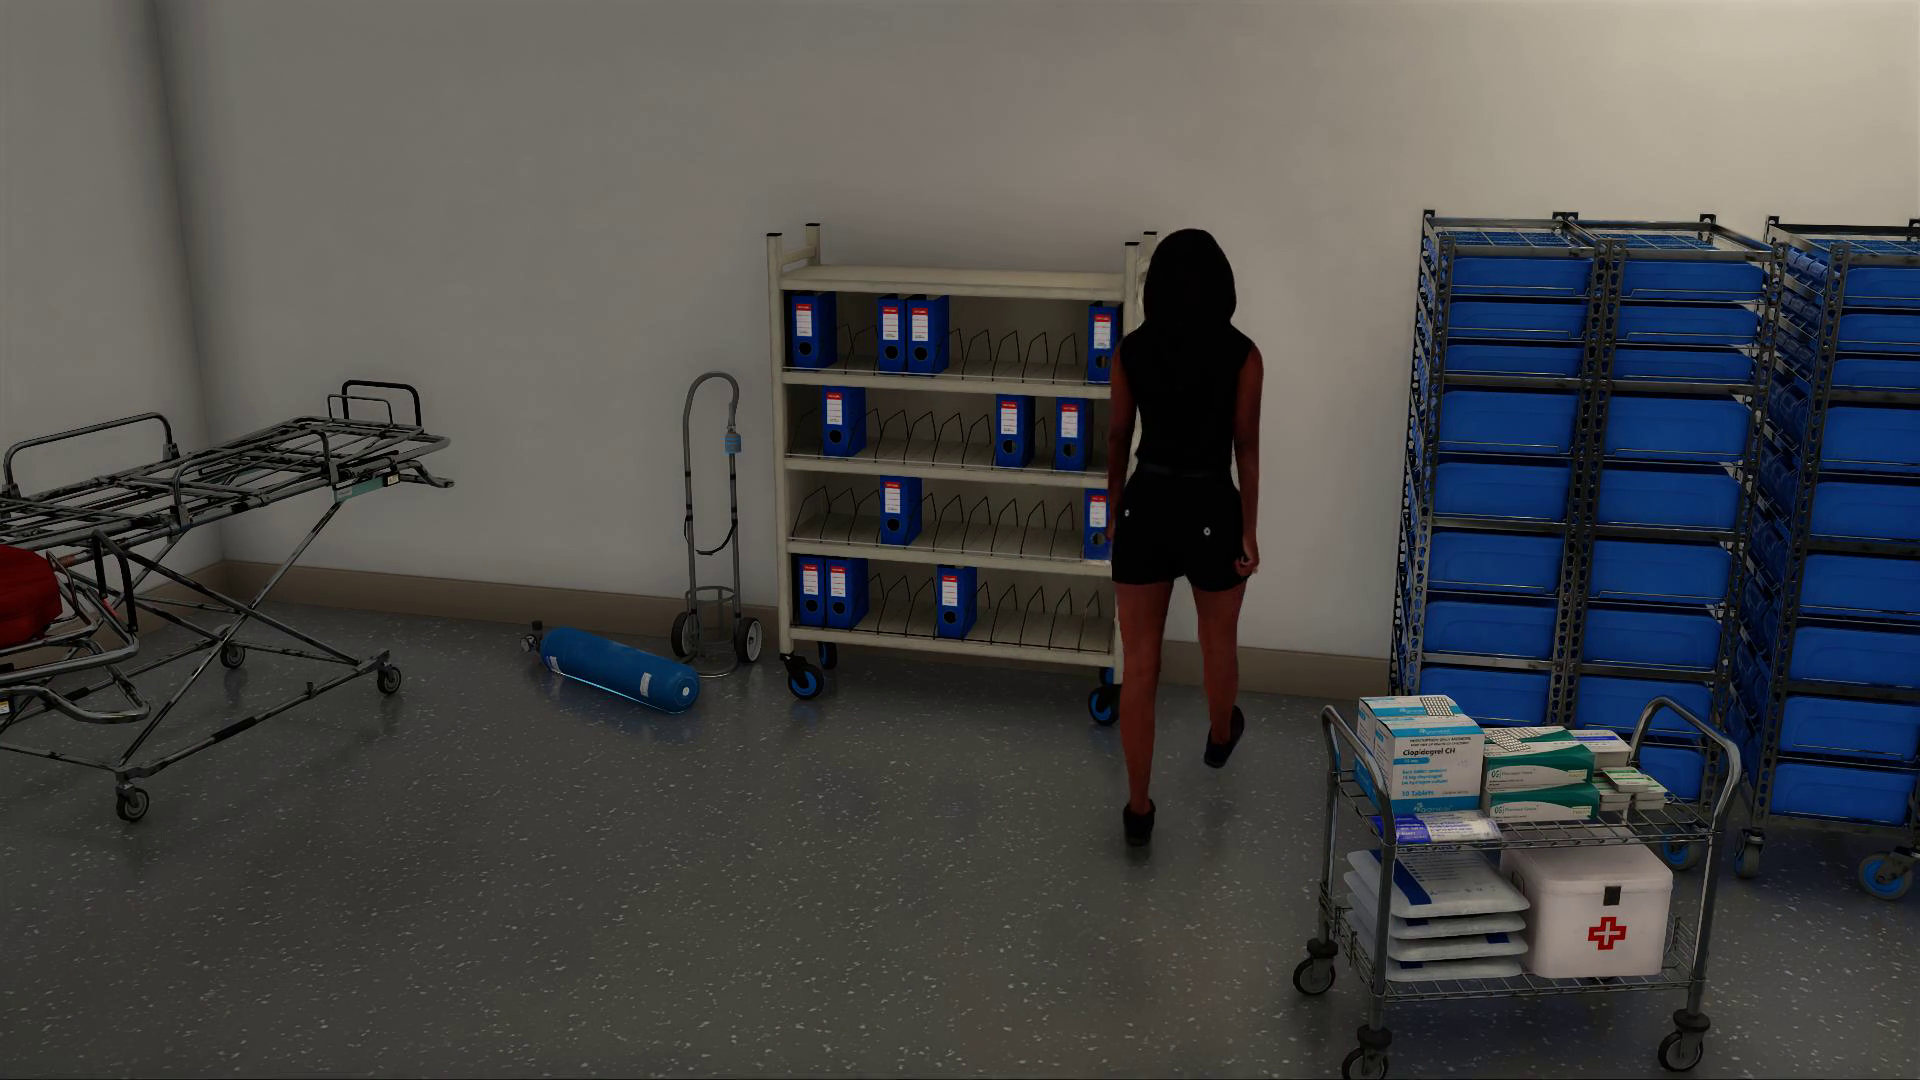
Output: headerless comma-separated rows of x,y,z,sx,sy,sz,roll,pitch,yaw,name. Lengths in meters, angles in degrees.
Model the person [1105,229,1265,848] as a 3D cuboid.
0.594,0.033,4.669,0.617,1.701,1.054,5,16,16,person
